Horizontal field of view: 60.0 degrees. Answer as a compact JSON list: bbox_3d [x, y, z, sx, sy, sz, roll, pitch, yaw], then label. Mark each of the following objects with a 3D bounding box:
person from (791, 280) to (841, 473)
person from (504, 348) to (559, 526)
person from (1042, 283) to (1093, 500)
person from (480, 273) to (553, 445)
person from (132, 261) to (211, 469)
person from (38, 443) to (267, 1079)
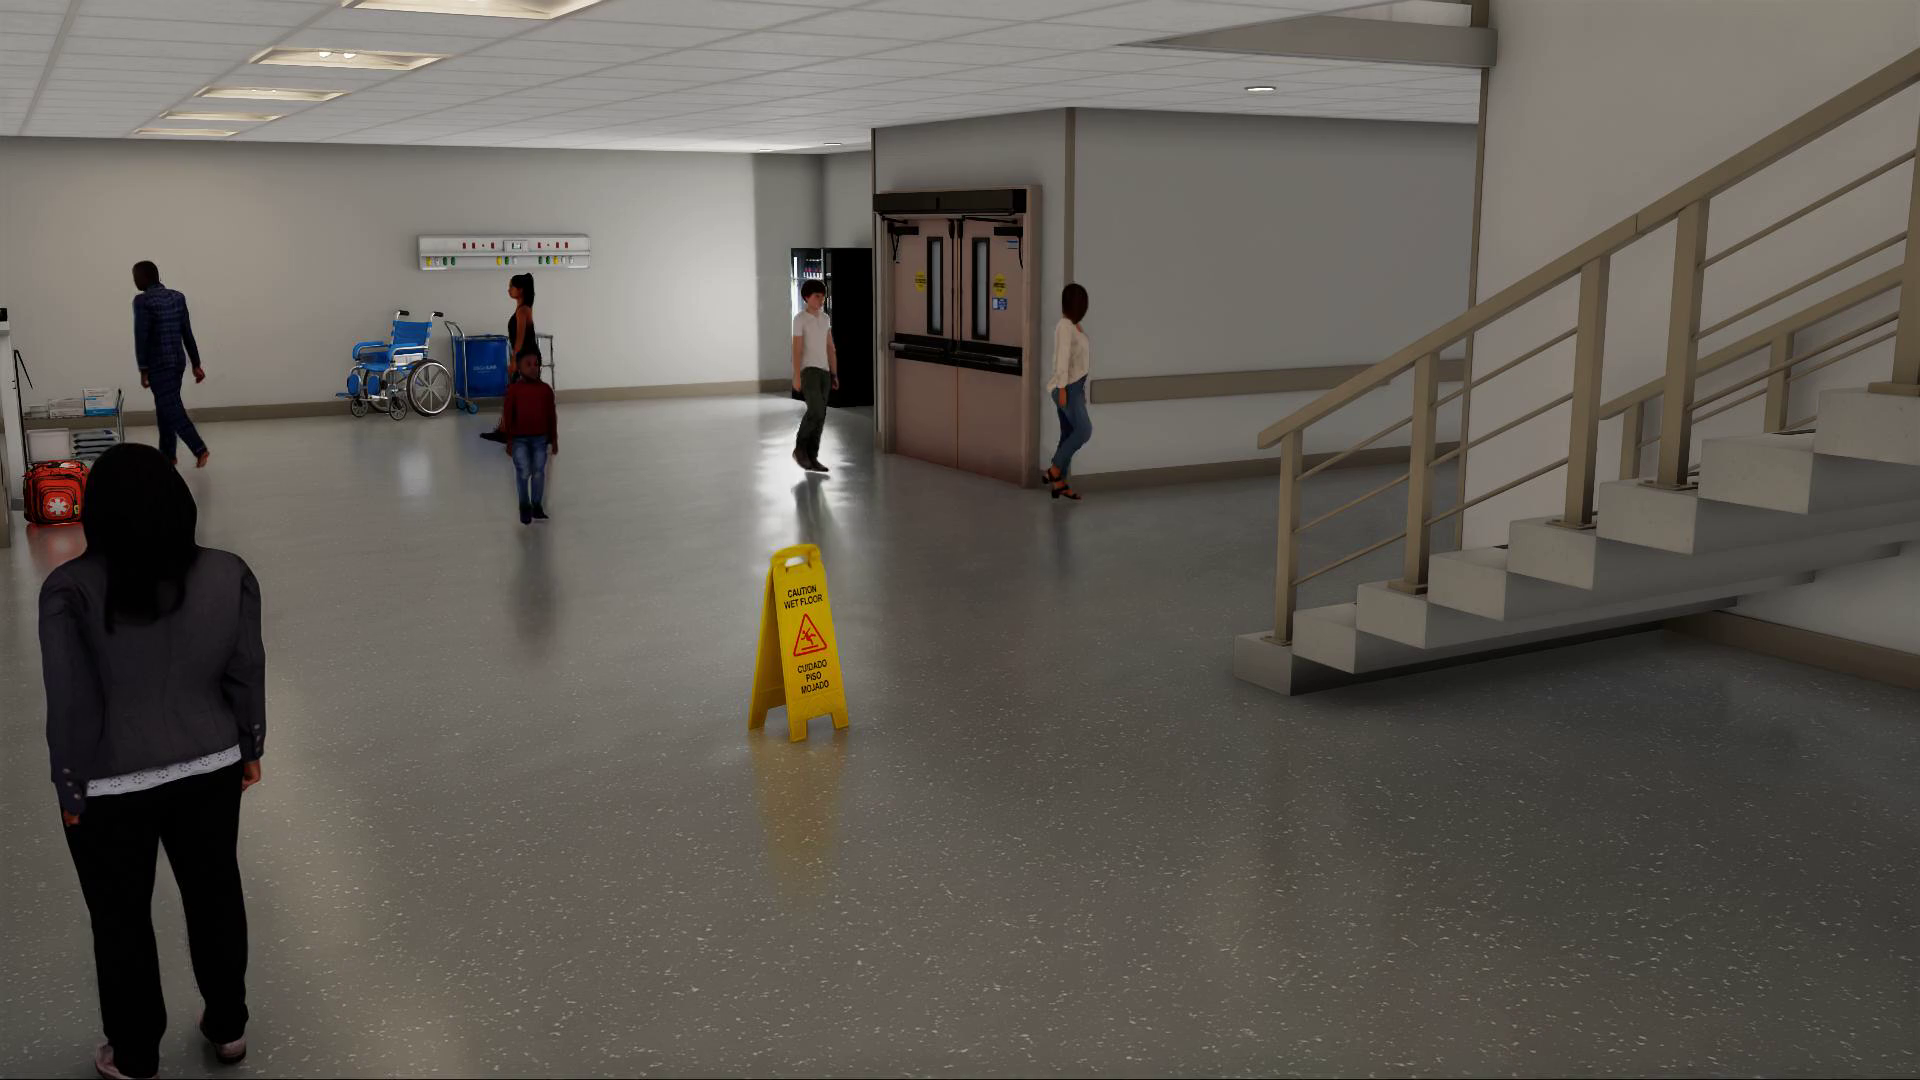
[{"bbox_3d":[-1.310,-1.408,14.309,0.730,1.644,0.671,9,14,40],"label":"person"},{"bbox_3d":[-3.094,-0.742,11.872,0.511,1.245,0.514,-7,13,-32],"label":"person"},{"bbox_3d":[0.749,-1.132,12.825,0.820,1.656,0.757,3,11,16],"label":"person"},{"bbox_3d":[-4.068,-1.712,15.915,0.778,1.643,0.901,-4,11,-19],"label":"person"},{"bbox_3d":[-6.720,-1.454,14.158,1.223,1.791,1.088,6,12,28],"label":"person"},{"bbox_3d":[-1.983,0.555,4.093,0.747,1.597,0.745,10,15,43],"label":"person"}]
